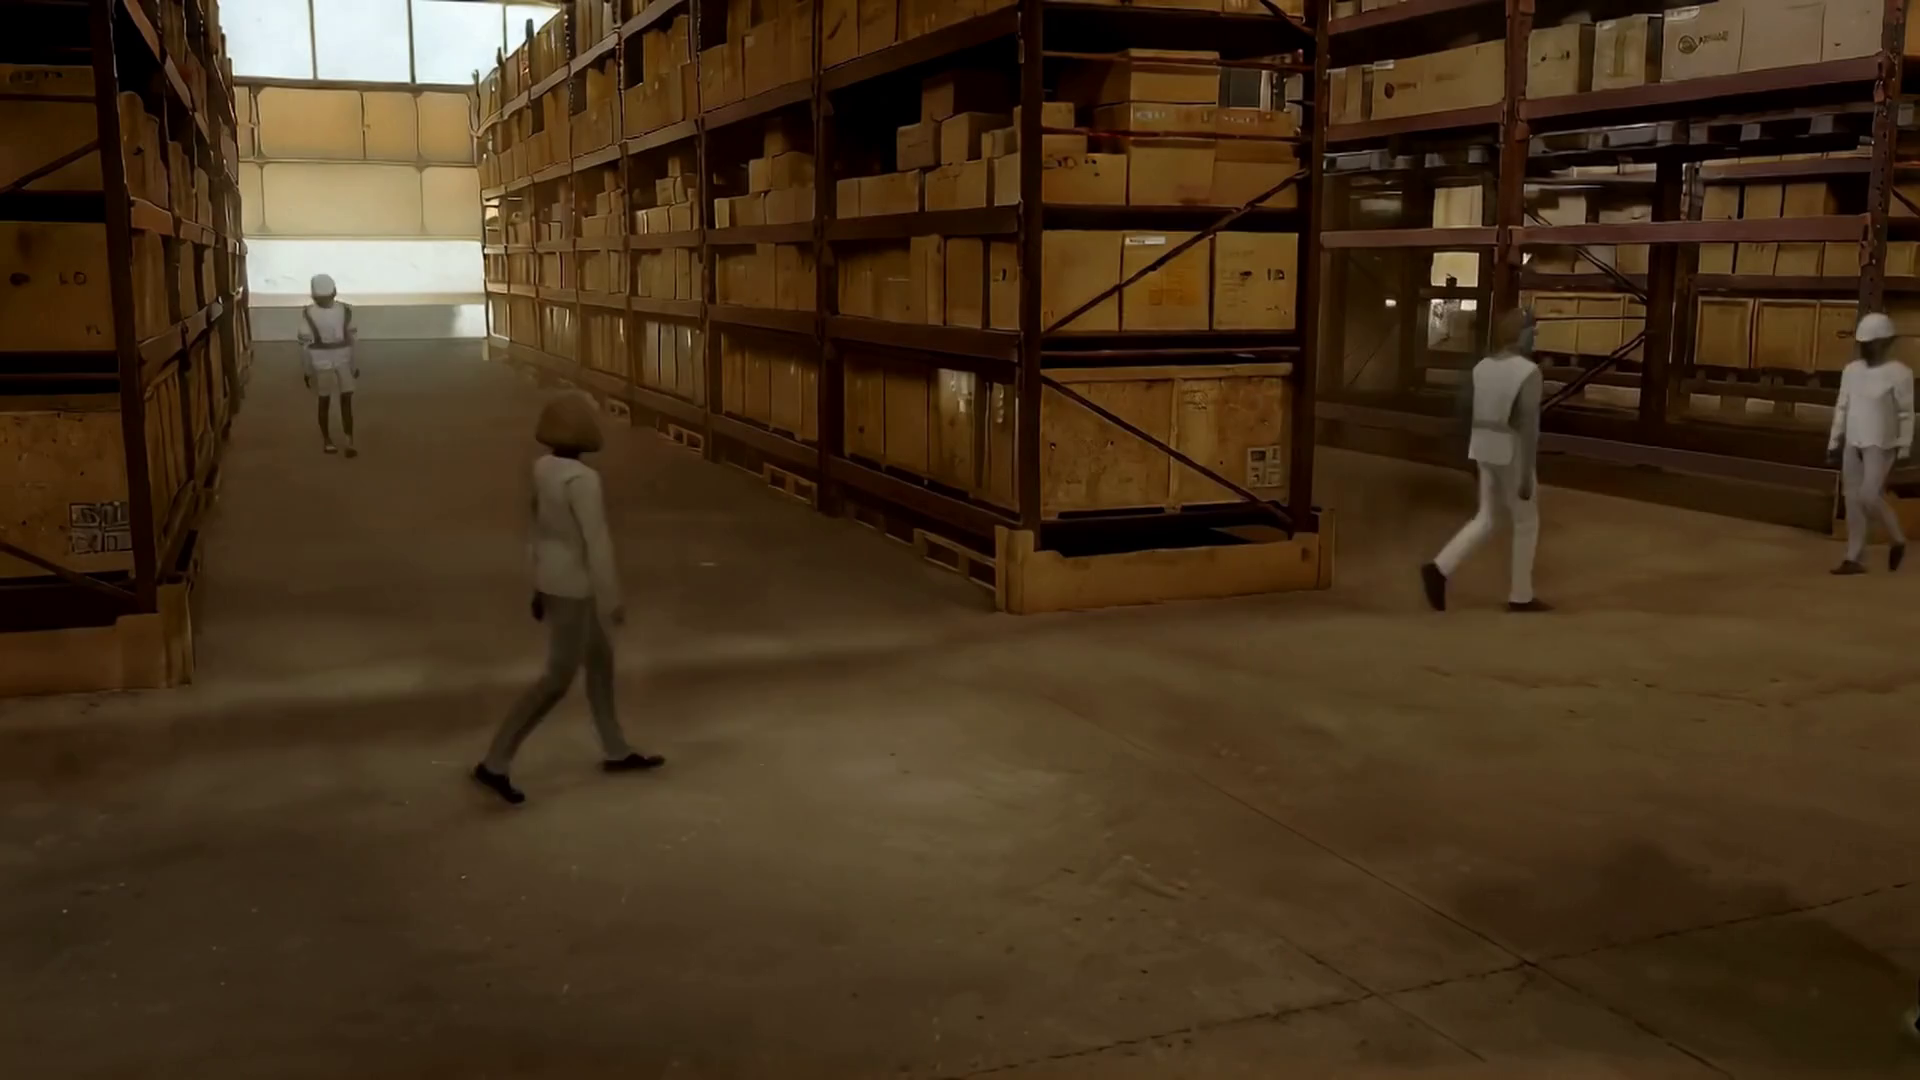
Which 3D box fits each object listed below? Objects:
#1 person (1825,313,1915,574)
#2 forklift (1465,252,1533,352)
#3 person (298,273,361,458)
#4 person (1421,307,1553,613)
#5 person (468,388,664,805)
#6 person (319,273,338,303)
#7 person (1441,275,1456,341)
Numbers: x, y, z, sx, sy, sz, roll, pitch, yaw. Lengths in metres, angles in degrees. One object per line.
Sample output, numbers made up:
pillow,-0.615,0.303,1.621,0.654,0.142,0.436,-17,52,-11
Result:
person,6.013,-0.622,10.972,0.442,1.747,0.522,-3,10,-19
forklift,10.862,-4.760,32.376,1.129,2.768,1.873,-4,10,-22
person,-6.707,-1.860,17.767,0.652,1.952,1.079,-5,11,-29
person,3.136,-0.453,9.756,0.771,1.822,0.569,-3,10,-19
person,-1.558,0.211,6.448,0.827,1.599,0.514,-7,12,-34
person,-13.934,-4.961,36.713,0.403,1.833,0.586,-5,11,-26
person,12.894,-6.106,43.833,0.296,1.744,0.484,7,12,38
